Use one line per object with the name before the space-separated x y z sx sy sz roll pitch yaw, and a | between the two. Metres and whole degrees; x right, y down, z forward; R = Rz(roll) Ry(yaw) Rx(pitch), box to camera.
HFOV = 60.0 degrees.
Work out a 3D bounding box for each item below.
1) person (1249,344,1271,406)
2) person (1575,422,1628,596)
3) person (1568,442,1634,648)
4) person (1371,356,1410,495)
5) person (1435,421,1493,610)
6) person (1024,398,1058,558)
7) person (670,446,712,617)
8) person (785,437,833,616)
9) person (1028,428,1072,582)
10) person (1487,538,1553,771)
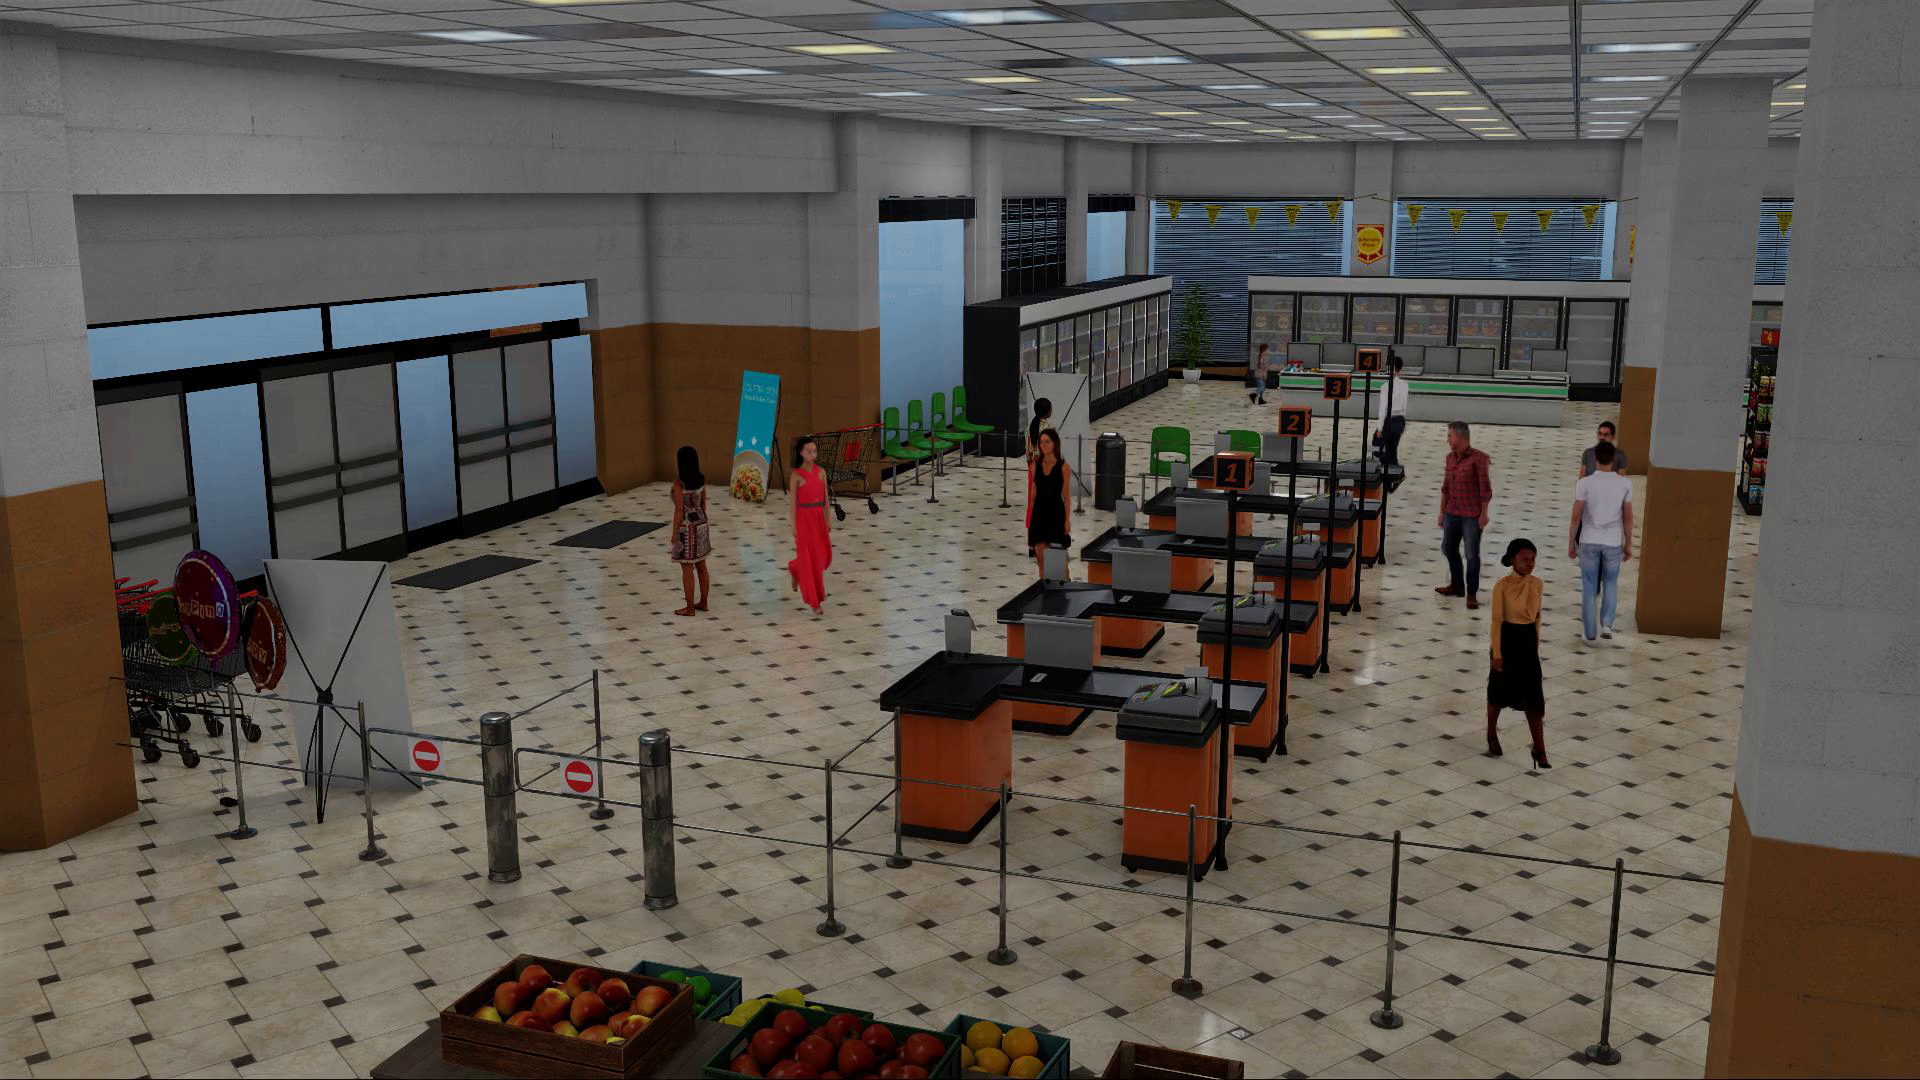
person | 5.685 -3.131 31.554 0.786 1.179 0.726 -6 13 -27
person | 6.536 -0.339 16.937 0.904 1.739 0.817 8 14 32
person | 5.717 0.061 14.784 0.638 1.842 0.797 2 12 9
person | 5.822 -1.513 22.237 0.902 1.853 0.975 -7 14 -29
person | 5.015 -0.254 16.367 0.949 1.807 0.860 -11 16 -42
person | 0.916 -0.691 18.477 0.566 1.793 0.712 9 15 37
person | -2.593 -0.097 16.012 0.606 1.645 0.695 8 14 32
person | -1.492 -0.138 16.059 0.851 1.706 0.979 -9 15 -38
person | 0.897 -0.149 15.848 0.862 1.816 0.668 5 13 24
person | 3.902 0.791 11.841 0.987 1.626 0.964 -3 12 -13
